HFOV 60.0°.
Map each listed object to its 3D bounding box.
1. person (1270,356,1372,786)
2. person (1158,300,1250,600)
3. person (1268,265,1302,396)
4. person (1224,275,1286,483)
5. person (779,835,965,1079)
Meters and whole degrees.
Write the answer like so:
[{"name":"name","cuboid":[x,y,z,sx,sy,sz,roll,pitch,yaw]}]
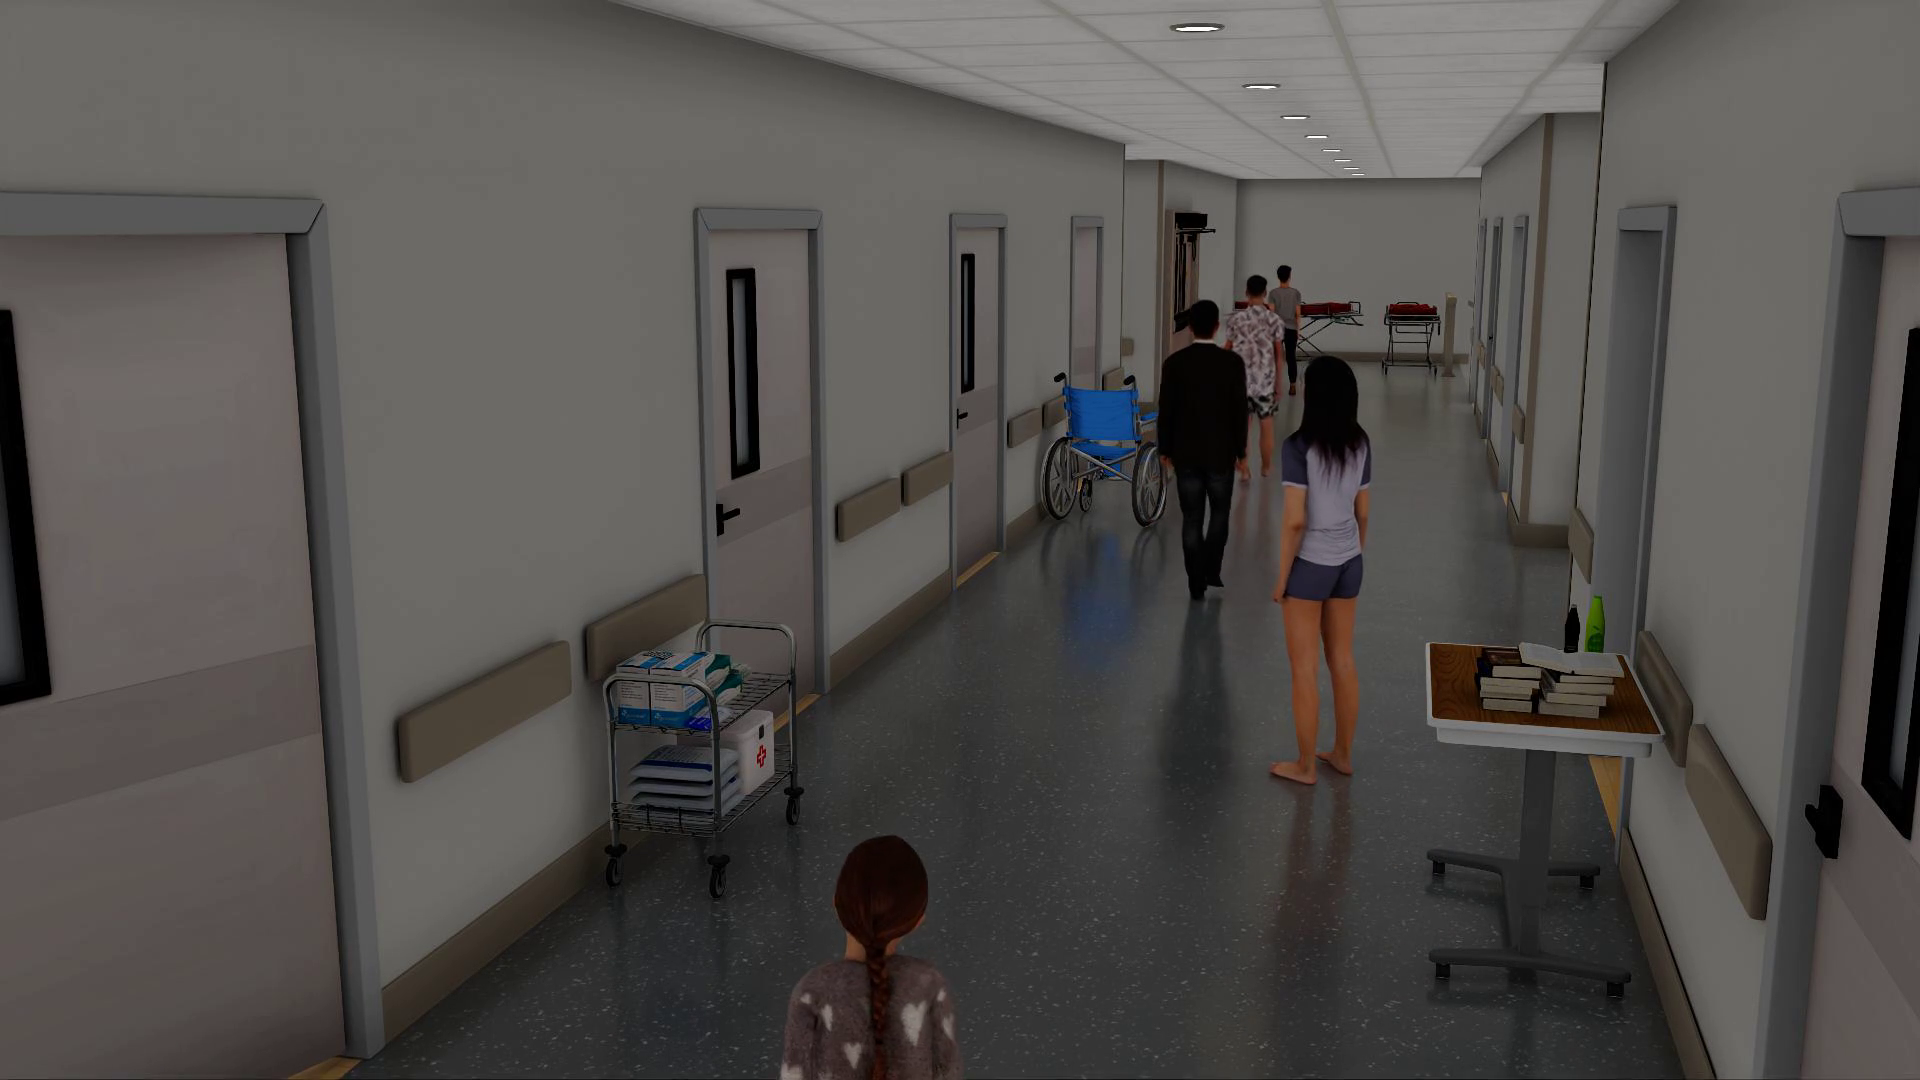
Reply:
[{"name":"person","cuboid":[1.467,0.120,6.734,0.656,1.734,0.715,-6,12,-30]},{"name":"person","cuboid":[1.456,-0.526,9.971,0.708,1.797,0.617,2,11,12]},{"name":"person","cuboid":[4.309,-2.795,22.154,0.645,1.714,0.597,1,11,3]},{"name":"person","cuboid":[2.548,-1.376,14.471,0.690,1.790,0.933,3,11,15]},{"name":"person","cuboid":[-0.160,1.141,2.902,0.704,1.158,0.904,-2,11,-11]}]
